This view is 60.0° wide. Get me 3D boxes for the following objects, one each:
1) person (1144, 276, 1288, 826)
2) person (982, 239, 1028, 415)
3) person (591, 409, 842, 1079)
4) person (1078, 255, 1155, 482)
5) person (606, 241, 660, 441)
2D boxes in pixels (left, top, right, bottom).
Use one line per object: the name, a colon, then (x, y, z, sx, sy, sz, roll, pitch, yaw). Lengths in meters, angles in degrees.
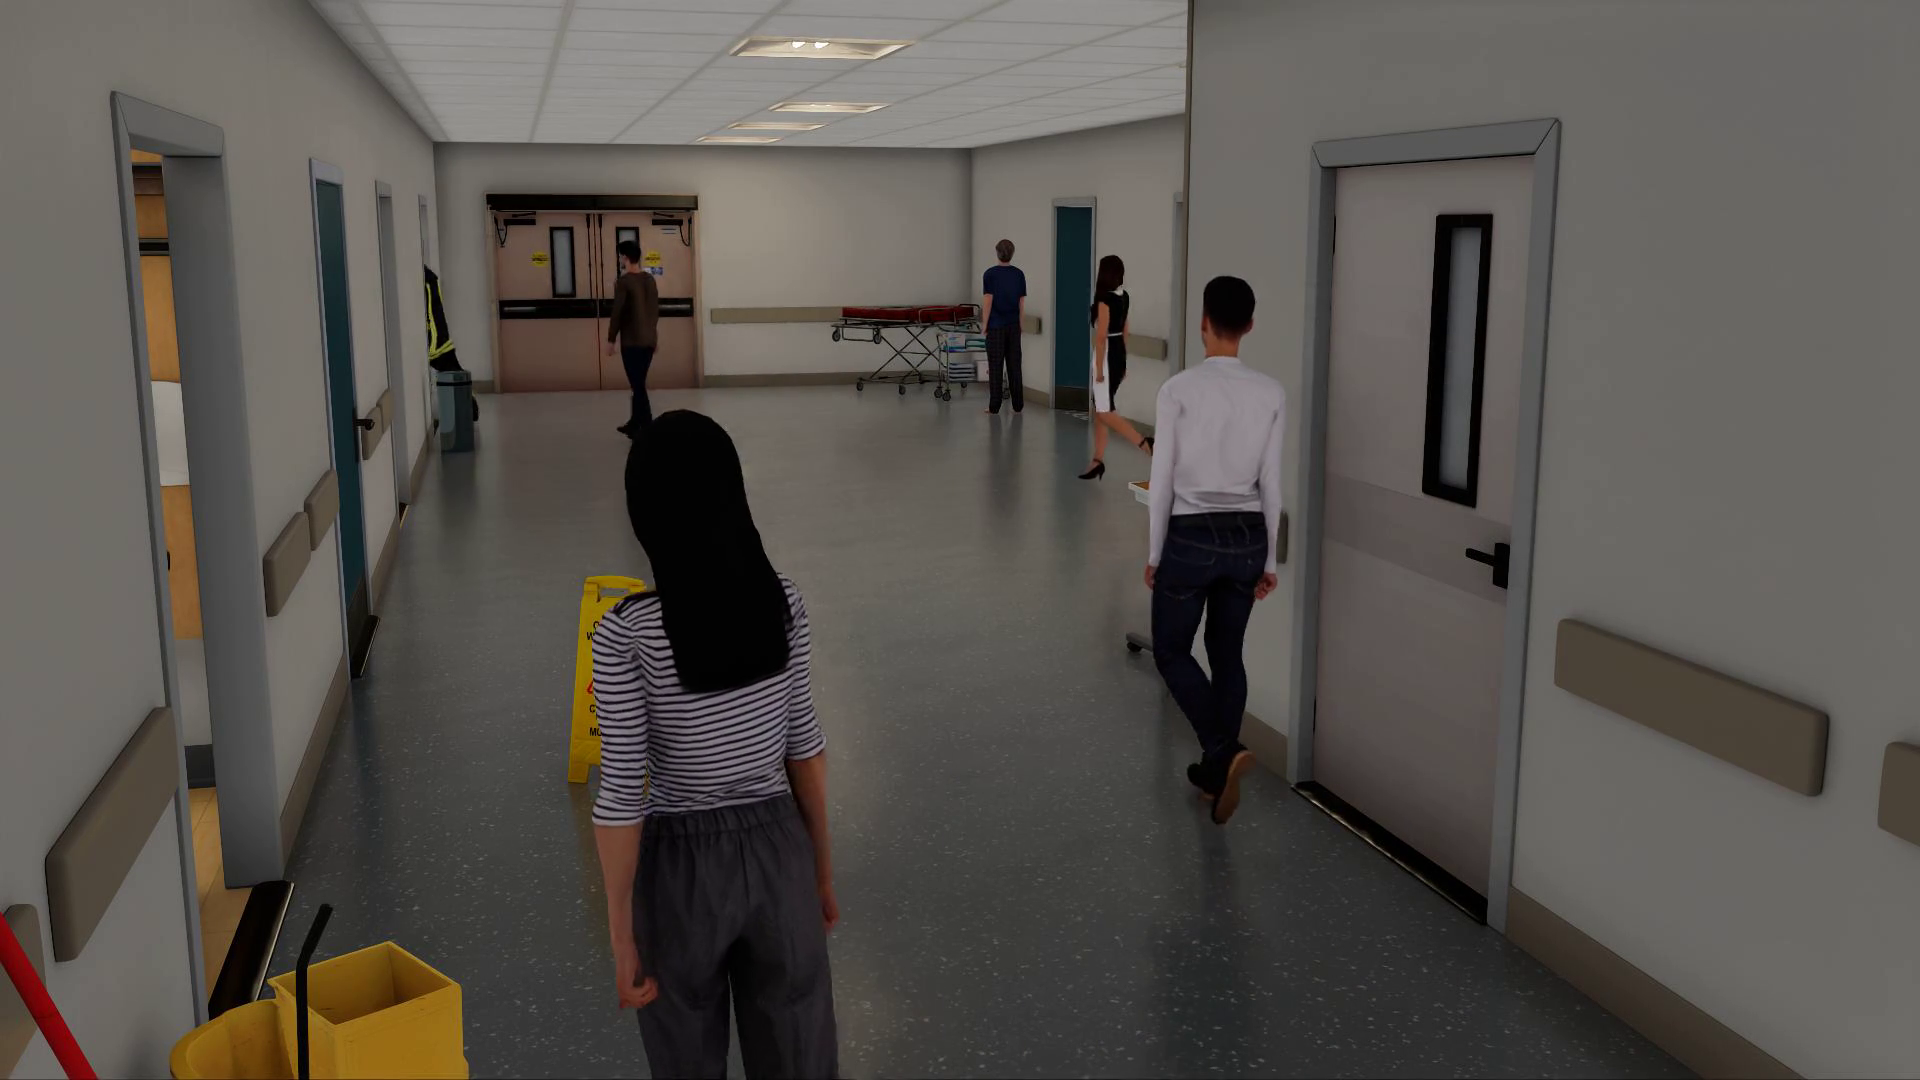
person: (0.884, 0.059, 5.616, 0.662, 1.843, 0.977, -2, 11, -10)
person: (0.478, -2.323, 18.089, 0.675, 1.871, 0.550, -4, 11, -19)
person: (-0.352, 0.665, 2.824, 0.811, 1.693, 1.151, -7, 13, -32)
person: (1.234, -1.313, 13.019, 1.058, 1.778, 0.961, 7, 13, 34)
person: (-2.965, -1.848, 15.591, 0.962, 1.871, 0.904, 6, 12, 29)
